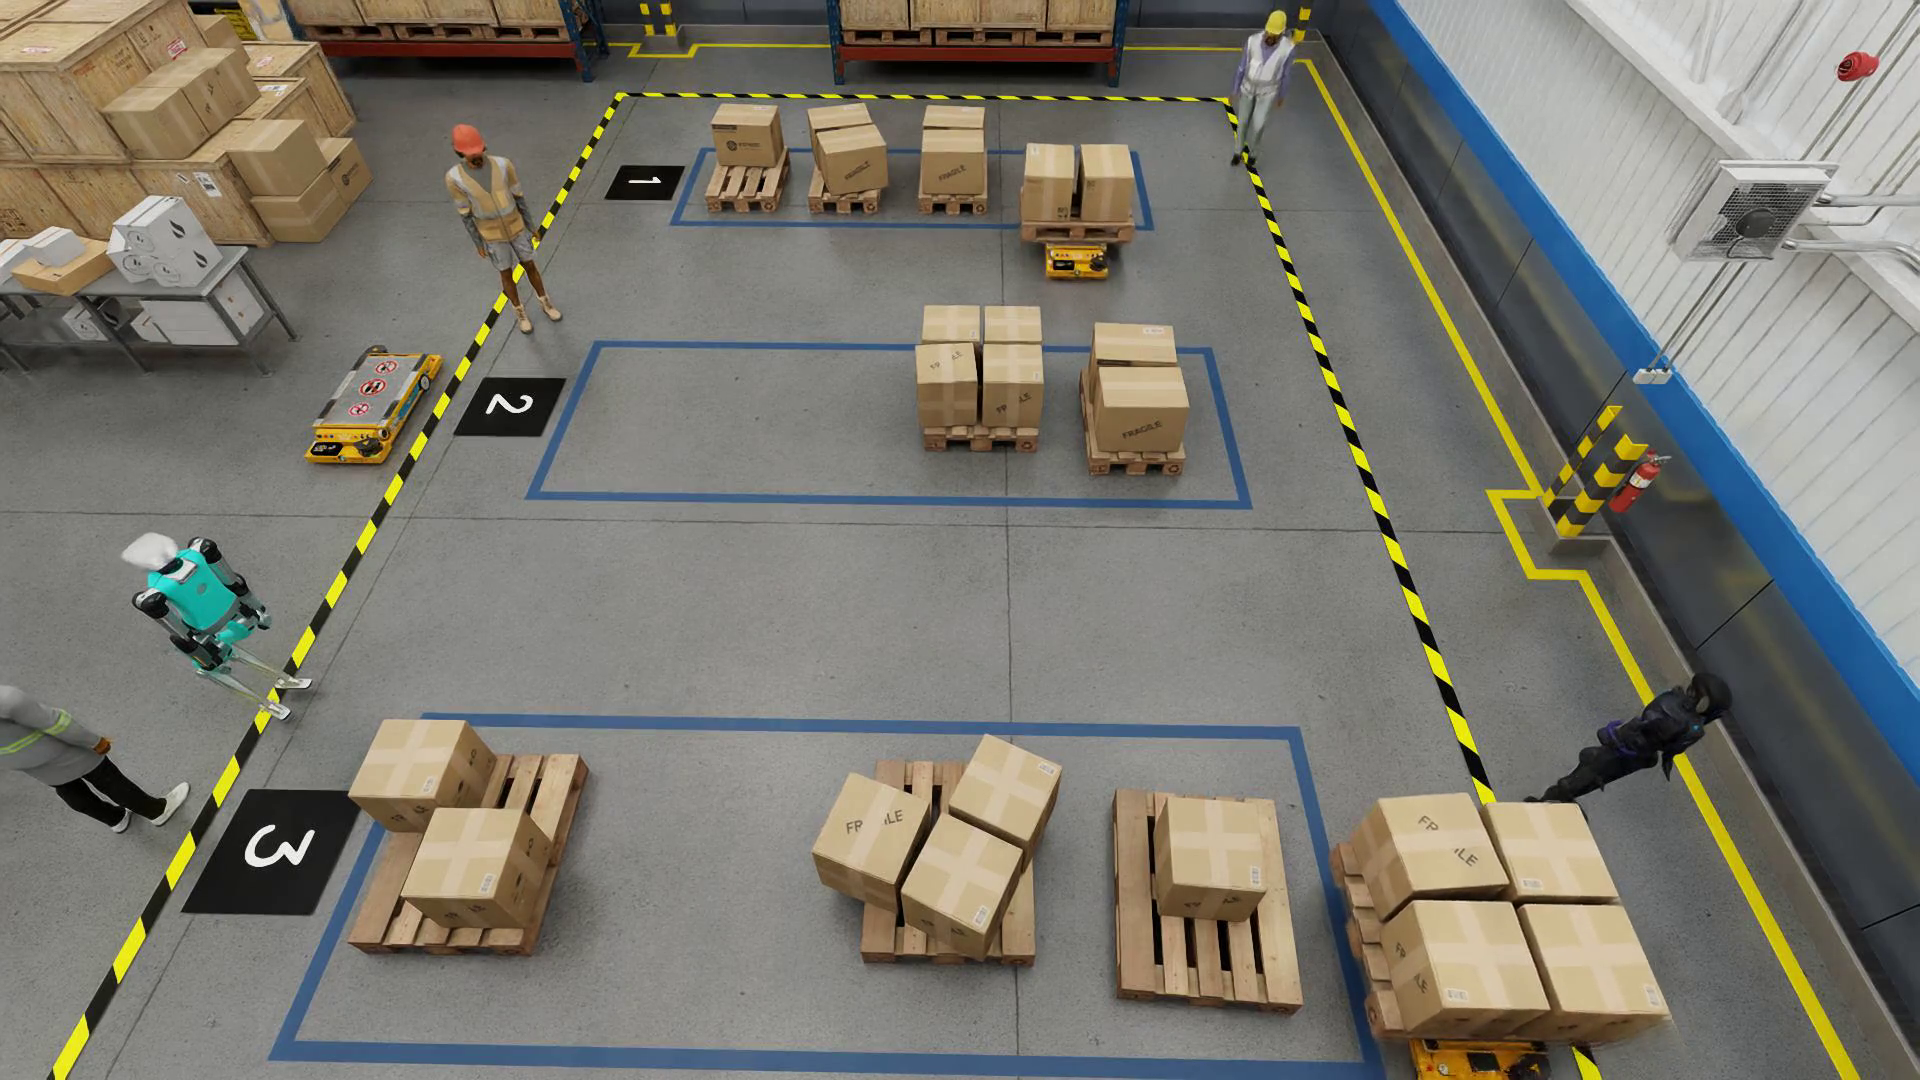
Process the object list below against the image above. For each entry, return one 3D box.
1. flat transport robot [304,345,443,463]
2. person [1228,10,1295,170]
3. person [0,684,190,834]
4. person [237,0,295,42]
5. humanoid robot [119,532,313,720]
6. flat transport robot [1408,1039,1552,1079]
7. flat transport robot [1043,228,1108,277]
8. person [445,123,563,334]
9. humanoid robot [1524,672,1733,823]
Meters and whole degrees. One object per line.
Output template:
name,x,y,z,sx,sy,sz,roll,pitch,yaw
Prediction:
flat transport robot,-5.383,-1.269,8.441,0.659,0.231,1.431,1,50,1
person,3.517,-5.282,10.825,0.609,1.812,0.478,22,53,17
person,-5.337,1.169,5.341,0.596,1.850,0.396,-6,50,-5
person,-8.771,-6.451,11.753,0.496,1.903,0.574,16,52,13
humanoid robot,-4.836,0.548,5.857,0.735,1.671,0.533,9,50,8
flat transport robot,2.833,2.366,5.347,0.652,0.197,1.431,1,50,1
flat transport robot,1.270,-3.431,10.252,0.652,0.197,1.431,1,50,1
person,-4.319,-2.925,8.680,0.605,2.046,0.366,-31,56,-24
humanoid robot,3.925,1.261,5.367,0.599,1.657,0.315,-7,50,-6
